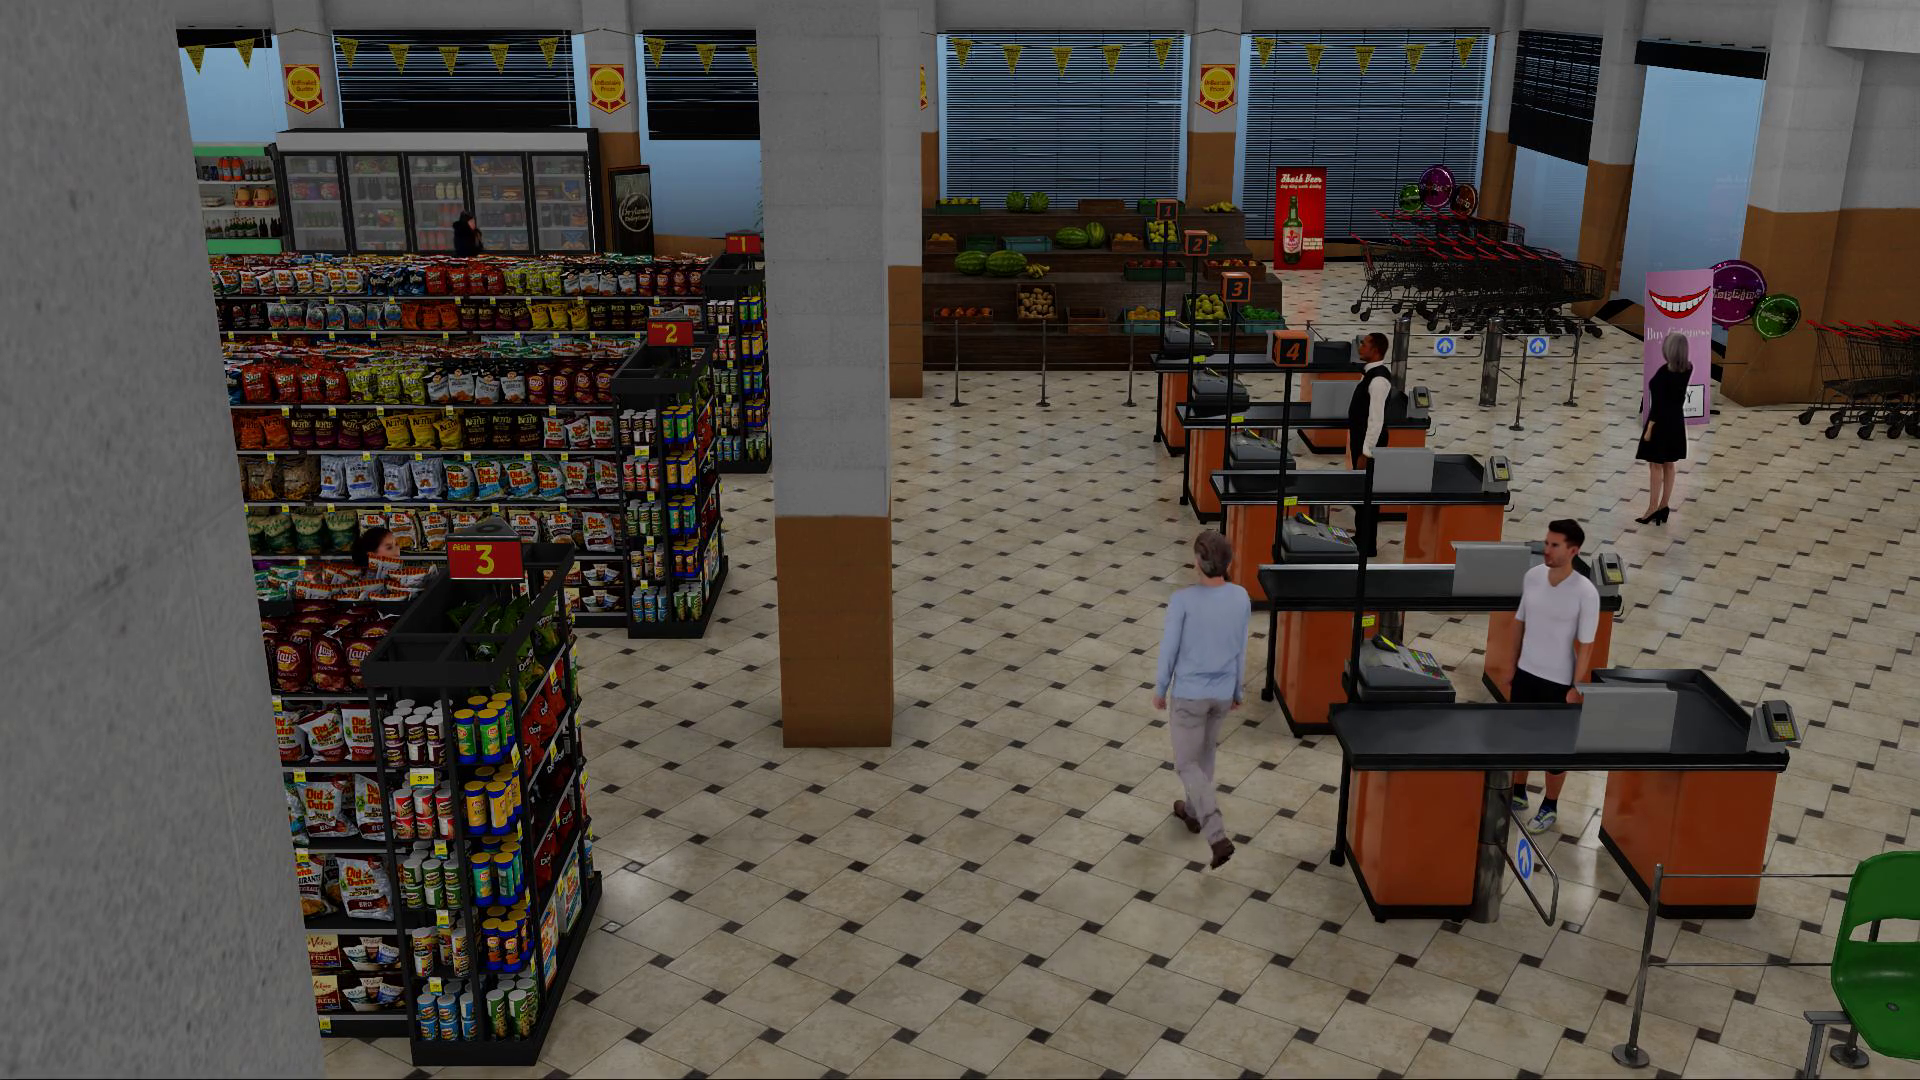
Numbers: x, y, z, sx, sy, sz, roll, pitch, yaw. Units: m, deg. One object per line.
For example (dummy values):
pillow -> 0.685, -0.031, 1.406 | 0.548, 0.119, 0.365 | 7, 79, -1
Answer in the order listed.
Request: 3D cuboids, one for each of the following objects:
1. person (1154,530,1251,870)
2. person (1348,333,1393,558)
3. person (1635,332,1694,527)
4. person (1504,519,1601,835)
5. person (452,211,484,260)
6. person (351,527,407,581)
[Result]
person -> 1.360, 0.896, 9.075 | 1.206, 1.860, 0.960 | -6, 19, -17
person -> 3.458, -0.809, 14.041 | 0.631, 1.919, 0.720 | 3, 19, 9
person -> 6.292, -0.998, 14.873 | 0.669, 1.746, 0.762 | -11, 22, -30
person -> 3.359, 0.757, 9.503 | 0.761, 1.851, 0.749 | -12, 22, -31
person -> -6.868, -3.718, 23.102 | 1.099, 1.642, 0.775 | 3, 19, 9
person -> -3.451, 0.717, 9.938 | 1.132, 1.648, 0.851 | 6, 20, 17
